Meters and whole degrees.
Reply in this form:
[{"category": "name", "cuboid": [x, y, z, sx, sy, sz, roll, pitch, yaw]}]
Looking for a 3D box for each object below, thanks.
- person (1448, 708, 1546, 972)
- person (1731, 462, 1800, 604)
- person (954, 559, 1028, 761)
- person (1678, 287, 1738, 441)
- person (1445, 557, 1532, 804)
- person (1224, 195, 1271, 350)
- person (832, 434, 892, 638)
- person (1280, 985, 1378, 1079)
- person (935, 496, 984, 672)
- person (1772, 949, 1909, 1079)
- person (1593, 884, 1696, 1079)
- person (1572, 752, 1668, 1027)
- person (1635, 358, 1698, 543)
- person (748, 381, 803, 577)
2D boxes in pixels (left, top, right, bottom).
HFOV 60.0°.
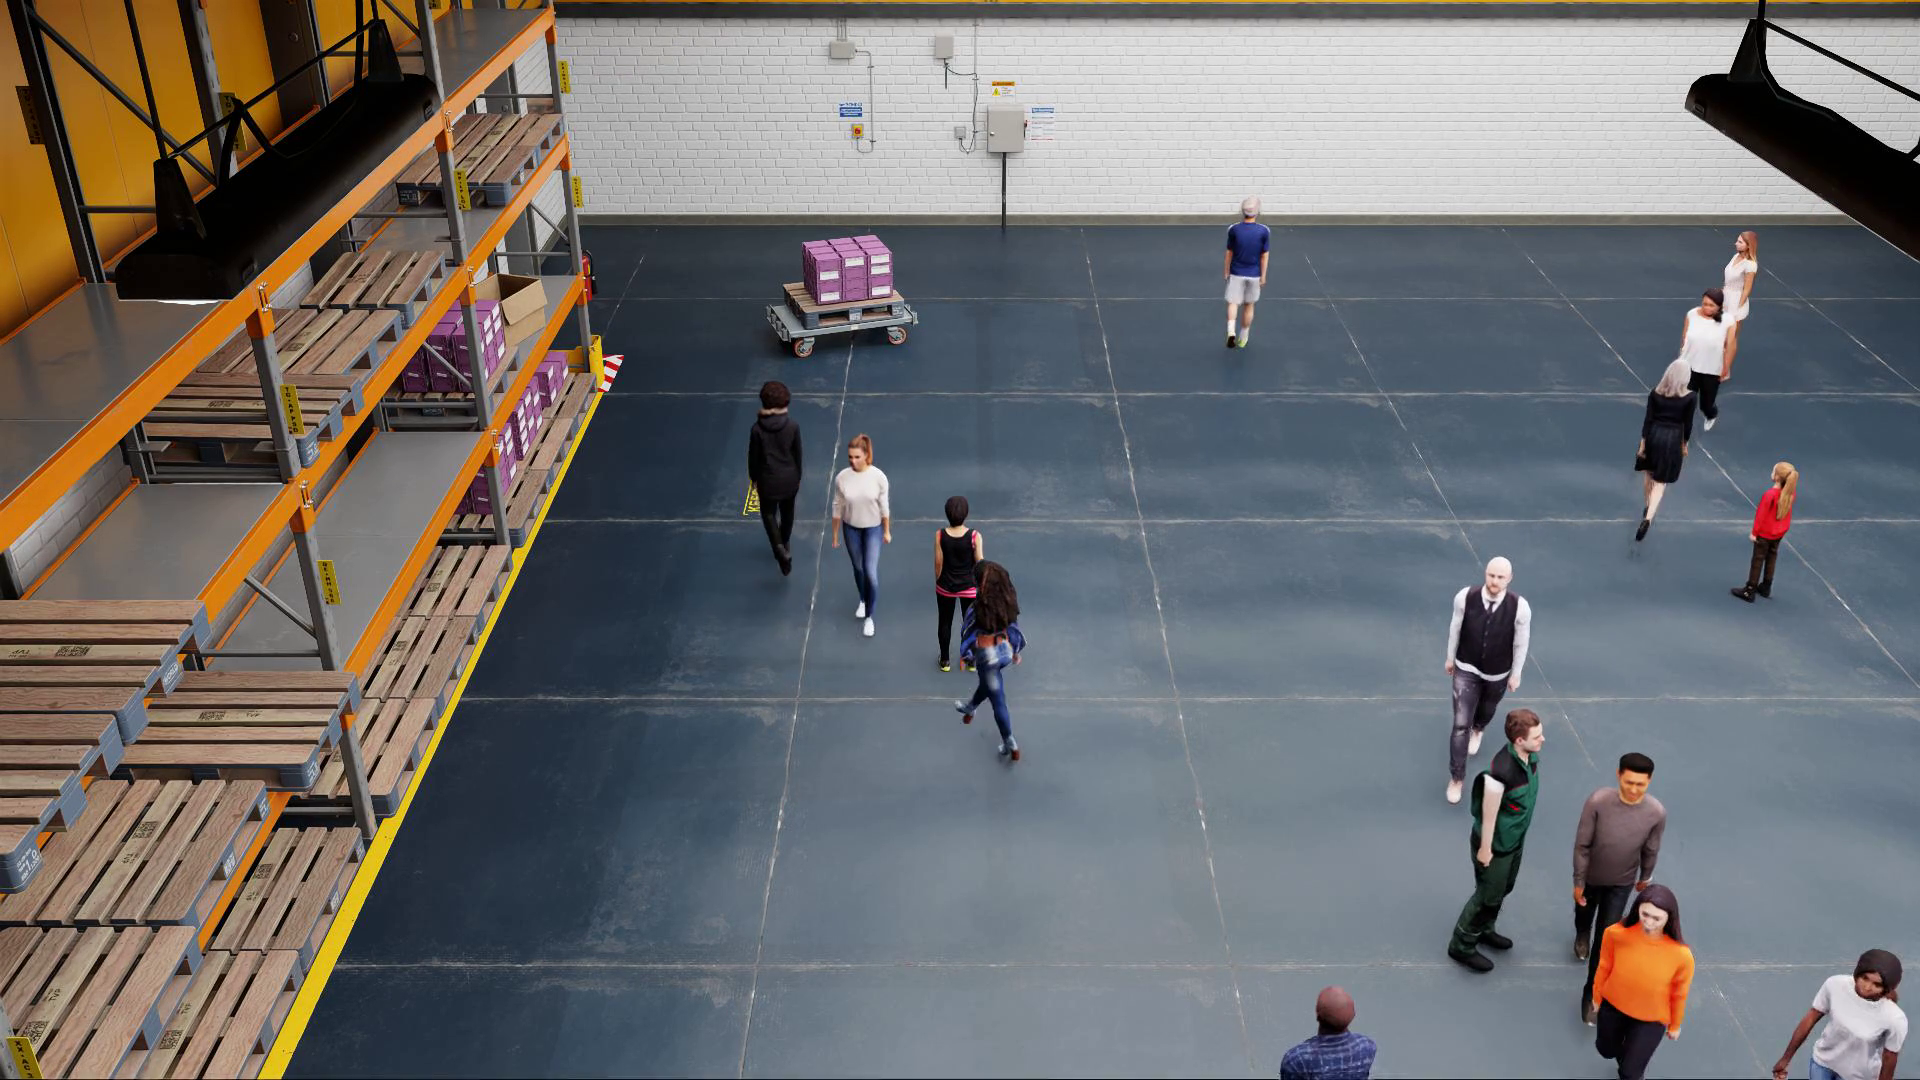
[{"category": "person", "cuboid": [3.305, 1.811, 10.203, 0.805, 1.835, 0.716, 21, 35, 33]}, {"category": "person", "cuboid": [6.932, -0.078, 14.243, 0.565, 1.281, 0.593, -14, 32, -24]}, {"category": "person", "cuboid": [0.291, 0.905, 12.124, 0.997, 1.585, 1.087, -21, 35, -33]}, {"category": "person", "cuboid": [7.610, -1.798, 16.984, 0.897, 1.675, 0.958, 23, 36, 36]}, {"category": "person", "cuboid": [3.762, 0.911, 11.913, 0.988, 1.776, 1.307, 10, 30, 18]}, {"category": "person", "cuboid": [3.270, -3.023, 19.075, 0.749, 1.824, 0.976, 6, 29, 11]}, {"category": "person", "cuboid": [-0.793, -0.105, 13.853, 0.721, 1.702, 0.880, 5, 29, 10]}, {"category": "person", "cuboid": [1.804, 2.956, 8.140, 0.722, 1.800, 0.846, -4, 29, -7]}, {"category": "person", "cuboid": [-0.013, 0.340, 13.193, 0.543, 1.553, 0.513, 2, 29, 3]}, {"category": "person", "cuboid": [4.621, 2.752, 8.622, 0.913, 1.696, 0.960, -14, 32, -24]}, {"category": "person", "cuboid": [3.673, 2.508, 9.035, 0.971, 1.727, 1.094, 18, 33, 29]}, {"category": "person", "cuboid": [3.890, 1.966, 10.031, 1.193, 1.727, 0.916, 1, 29, 2]}, {"category": "person", "cuboid": [6.378, -0.788, 15.093, 0.954, 1.715, 1.223, 15, 32, 25]}, {"category": "person", "cuboid": [-1.585, -0.516, 14.548, 0.800, 1.758, 1.118, -7, 29, -12]}]
